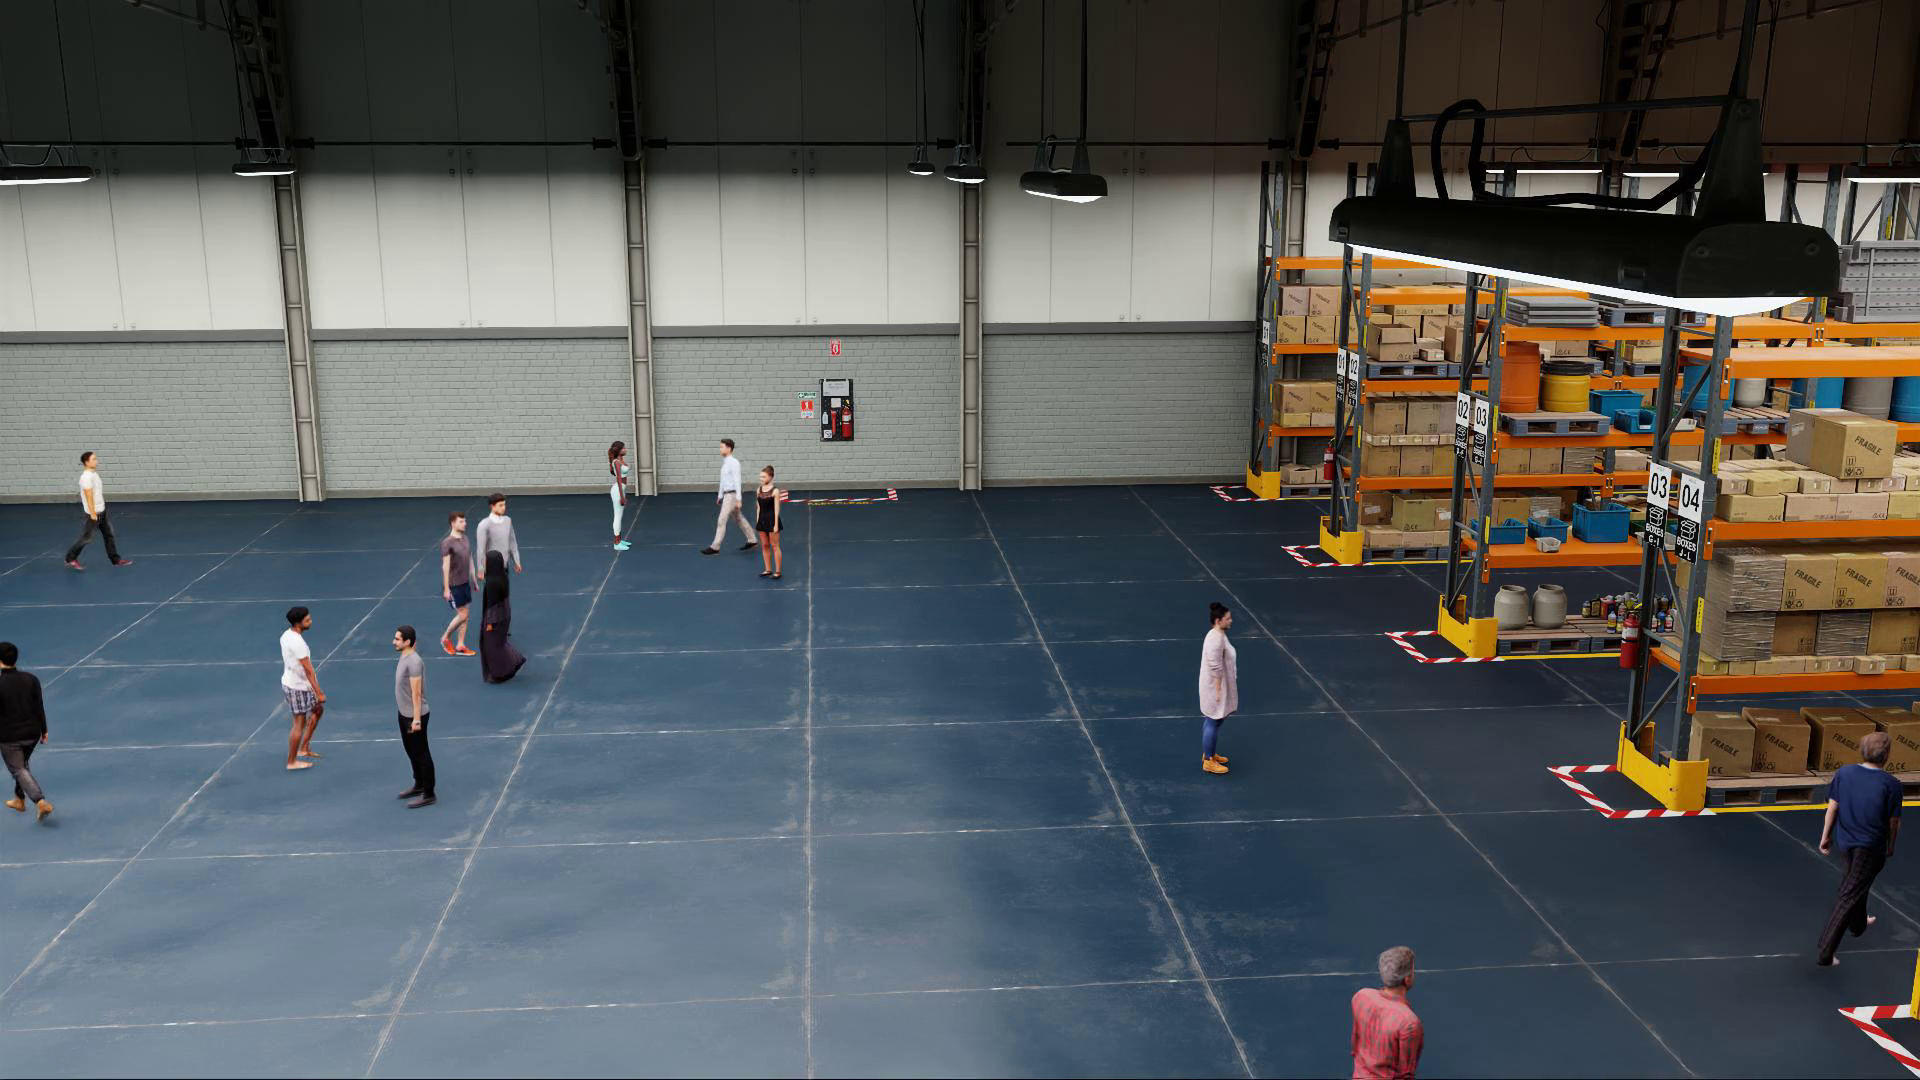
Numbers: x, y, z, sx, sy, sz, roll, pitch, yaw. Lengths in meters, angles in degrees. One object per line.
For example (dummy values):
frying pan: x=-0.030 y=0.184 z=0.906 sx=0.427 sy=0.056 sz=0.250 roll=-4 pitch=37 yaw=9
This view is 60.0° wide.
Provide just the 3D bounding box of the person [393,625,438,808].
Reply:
person: x=-5.249 y=1.664 z=15.985 sx=0.703 sy=1.753 sz=0.700 roll=-9 pitch=16 yaw=-33

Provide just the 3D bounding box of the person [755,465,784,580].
person: x=-2.803 y=-0.268 z=24.494 sx=0.675 sy=1.679 sz=0.745 roll=9 pitch=16 yaw=34

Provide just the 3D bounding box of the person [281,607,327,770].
person: x=-6.741 y=1.518 z=16.740 sx=0.797 sy=1.698 sz=0.769 roll=-8 pitch=15 yaw=-31

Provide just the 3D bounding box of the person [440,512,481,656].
person: x=-6.294 y=0.547 z=20.614 sx=0.825 sy=1.840 sz=0.787 roll=4 pitch=14 yaw=18

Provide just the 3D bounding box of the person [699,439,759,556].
person: x=-3.485 y=-0.651 z=25.879 sx=1.310 sy=1.799 sz=0.979 roll=-6 pitch=14 yaw=-26

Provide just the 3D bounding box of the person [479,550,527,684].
person: x=-5.397 y=0.900 z=19.619 sx=0.814 sy=1.602 sz=0.651 roll=0 pitch=13 yaw=1

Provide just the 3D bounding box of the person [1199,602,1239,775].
person: x=2.590 y=1.472 z=16.834 sx=0.712 sy=1.744 sz=0.746 roll=2 pitch=13 yaw=9

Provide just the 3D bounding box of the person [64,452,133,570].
person: x=-13.073 y=-0.411 z=24.911 sx=1.171 sy=1.769 sz=0.756 roll=-3 pitch=13 yaw=-11

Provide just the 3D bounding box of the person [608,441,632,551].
person: x=-5.395 y=-0.720 z=26.346 sx=0.528 sy=1.724 sz=0.559 roll=-2 pitch=13 yaw=-7

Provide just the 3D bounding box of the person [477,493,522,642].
person: x=-6.050 y=0.328 z=21.415 sx=0.848 sy=1.905 sz=0.844 roll=6 pitch=14 yaw=23

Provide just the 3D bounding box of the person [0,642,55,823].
person: x=-8.734 y=1.805 z=15.489 sx=1.175 sy=1.702 sz=1.036 roll=7 pitch=15 yaw=29

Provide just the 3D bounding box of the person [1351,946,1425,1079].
person: x=2.294 y=3.183 z=9.359 sx=1.330 sy=1.783 sz=1.054 roll=-7 pitch=15 yaw=-29

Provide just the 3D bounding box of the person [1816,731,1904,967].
person: x=6.814 y=2.406 z=12.664 sx=1.325 sy=1.806 sz=1.057 roll=-9 pitch=16 yaw=-34
